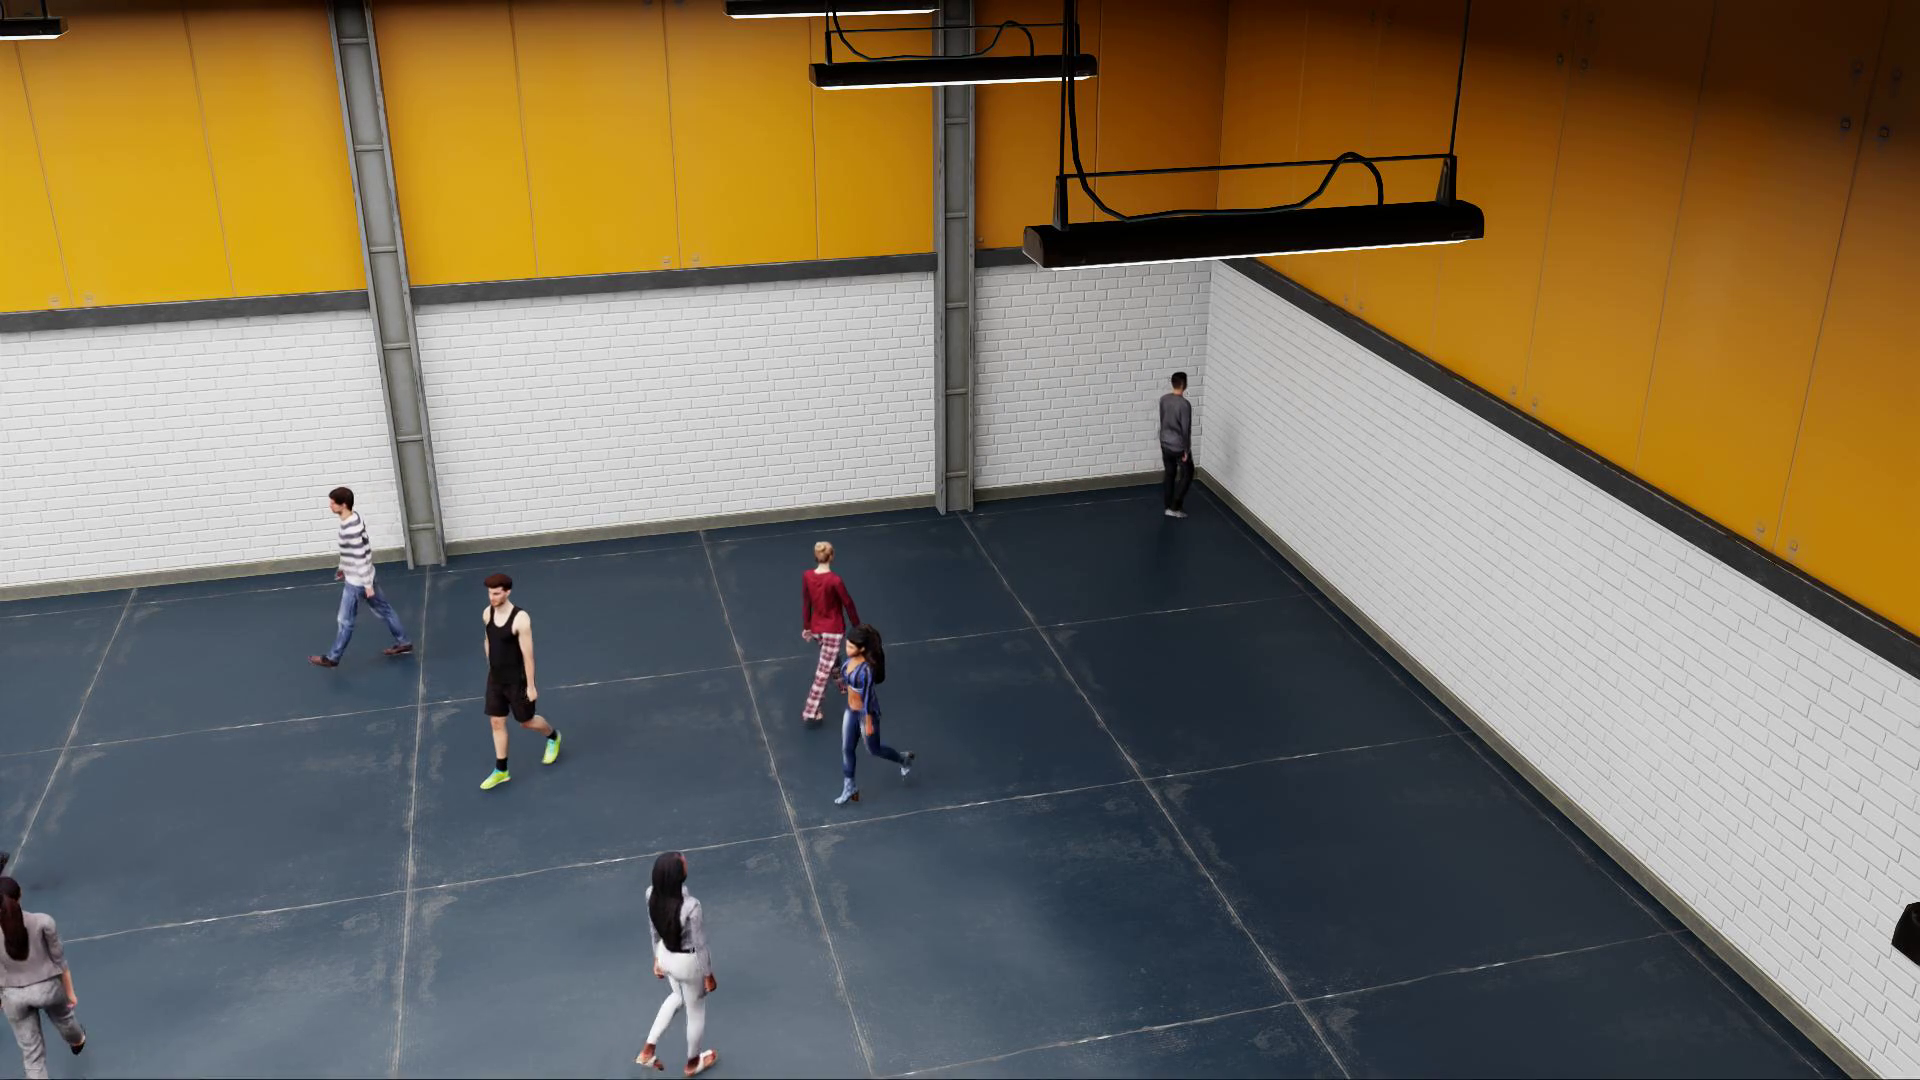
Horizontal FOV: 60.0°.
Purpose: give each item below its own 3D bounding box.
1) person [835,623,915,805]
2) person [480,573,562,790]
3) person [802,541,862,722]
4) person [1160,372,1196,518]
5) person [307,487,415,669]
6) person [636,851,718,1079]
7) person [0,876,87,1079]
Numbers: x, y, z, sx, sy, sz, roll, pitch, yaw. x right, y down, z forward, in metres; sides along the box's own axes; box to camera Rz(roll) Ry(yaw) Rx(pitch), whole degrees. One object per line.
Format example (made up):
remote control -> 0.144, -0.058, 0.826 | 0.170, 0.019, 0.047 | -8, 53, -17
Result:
person -> -0.727, 1.419, 13.636 | 1.050, 1.588, 0.796 | -15, 27, -30
person -> -3.718, 1.128, 13.950 | 1.127, 1.870, 1.174 | 12, 26, 25
person -> -1.224, 0.845, 14.871 | 1.056, 1.650, 1.172 | 16, 28, 32
person -> 2.439, -1.073, 19.129 | 0.764, 1.755, 0.803 | 22, 32, 40
person -> -5.600, 0.354, 15.810 | 1.147, 1.798, 0.648 | -6, 24, -14
person -> -1.810, 2.727, 10.488 | 0.827, 1.712, 0.925 | 19, 30, 37
person -> -5.716, 2.885, 10.239 | 1.079, 1.623, 0.813 | -10, 25, -21
